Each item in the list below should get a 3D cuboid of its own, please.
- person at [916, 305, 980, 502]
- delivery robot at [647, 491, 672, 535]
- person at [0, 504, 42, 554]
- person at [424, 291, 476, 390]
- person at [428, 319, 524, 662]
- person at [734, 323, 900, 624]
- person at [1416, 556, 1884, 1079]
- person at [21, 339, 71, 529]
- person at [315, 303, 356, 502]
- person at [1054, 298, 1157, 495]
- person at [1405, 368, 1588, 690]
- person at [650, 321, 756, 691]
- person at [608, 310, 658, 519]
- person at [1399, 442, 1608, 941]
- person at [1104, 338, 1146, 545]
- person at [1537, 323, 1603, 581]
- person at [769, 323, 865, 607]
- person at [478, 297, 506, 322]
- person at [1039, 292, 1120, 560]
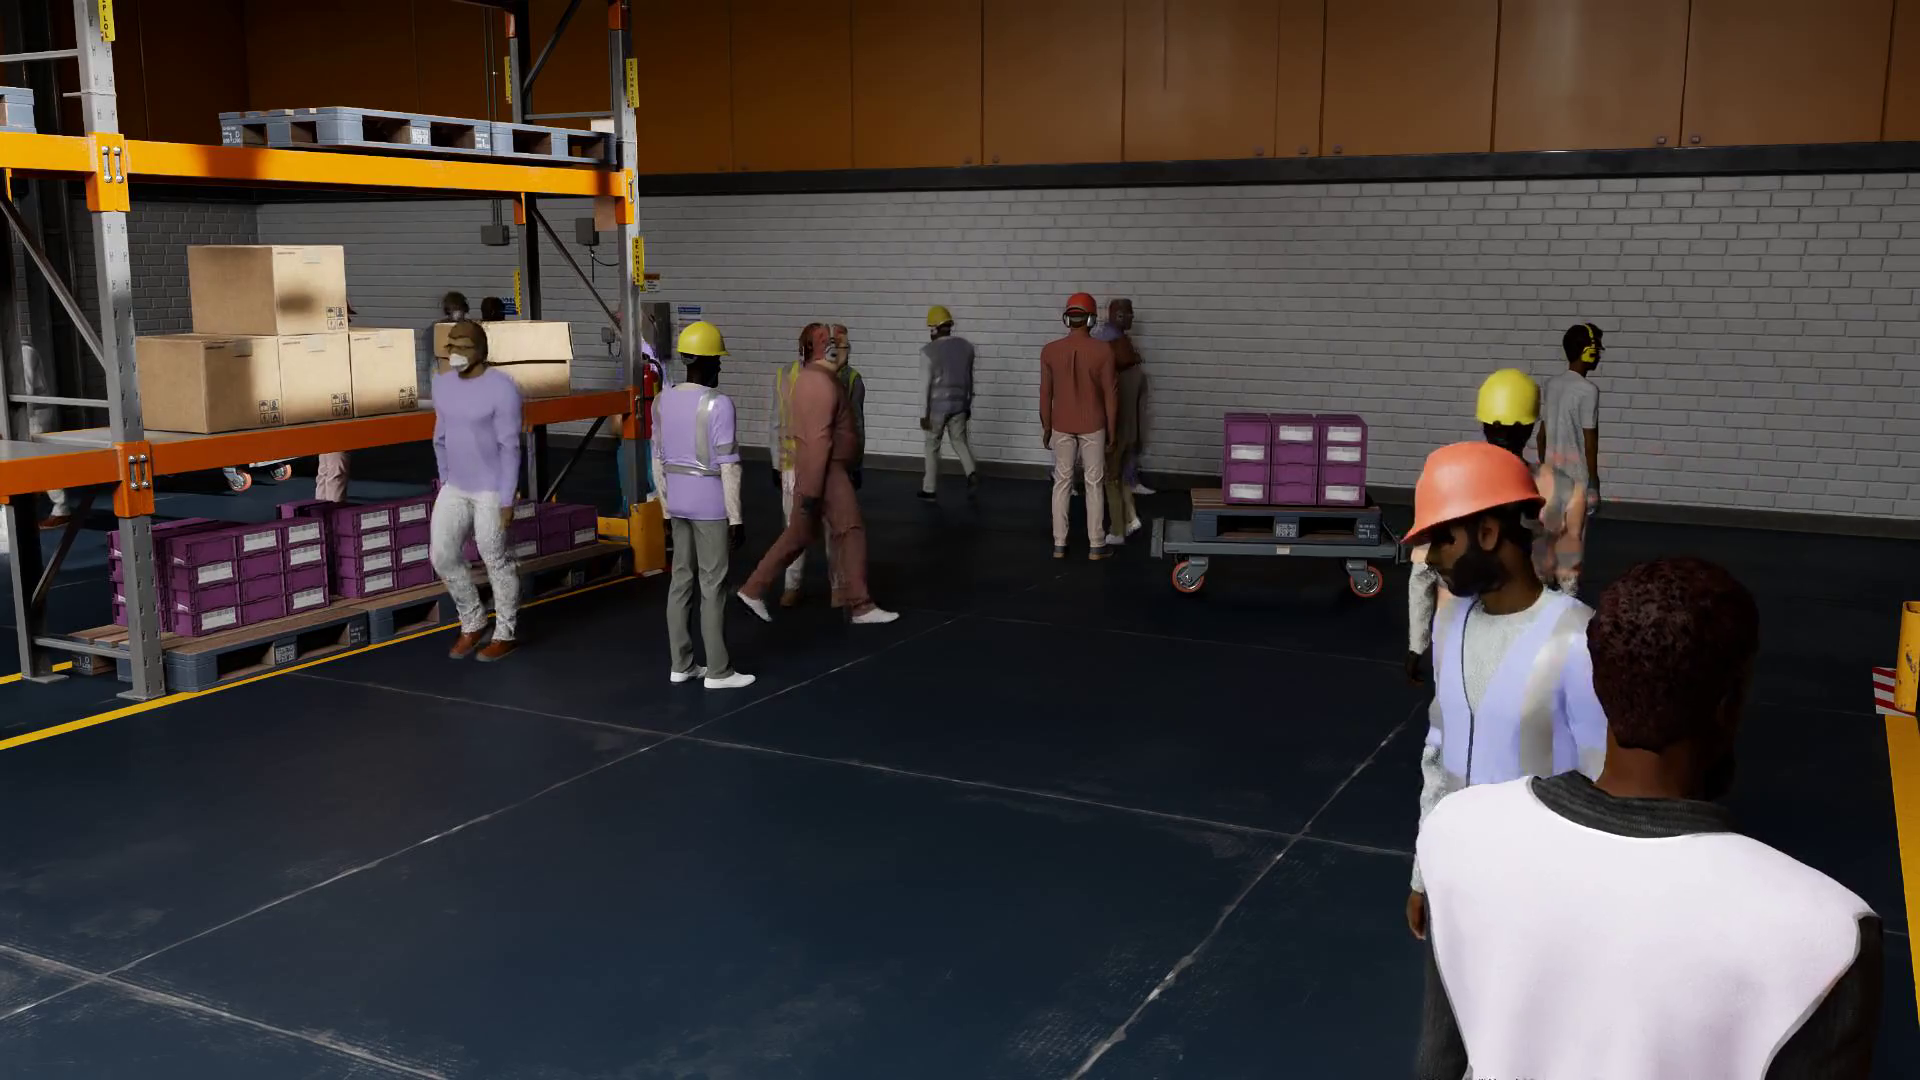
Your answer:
[{"bbox_3d":[-0.119,-1.226,15.121,0.622,1.813,0.700,-6,11,-30],"label":"person"},{"bbox_3d":[-2.229,-0.295,13.110,0.477,0.478,0.707,2,10,13],"label":"delivery robot"},{"bbox_3d":[-7.376,-0.845,12.560,0.515,1.942,0.629,-10,14,-44],"label":"person"},{"bbox_3d":[-4.755,-1.412,15.902,0.649,1.915,0.680,-7,12,-34],"label":"person"},{"bbox_3d":[-2.678,-0.257,9.214,0.654,1.916,0.520,5,11,27],"label":"person"},{"bbox_3d":[-0.902,-0.389,10.162,0.951,1.872,0.636,-4,10,-20],"label":"person"},{"bbox_3d":[0.825,0.968,2.142,0.380,1.913,0.589,-8,12,-38],"label":"person"},{"bbox_3d":[-7.675,-0.983,13.617,0.584,1.859,0.583,7,12,36],"label":"person"},{"bbox_3d":[-4.704,-0.870,12.539,0.387,1.996,0.611,-6,12,-33],"label":"person"},{"bbox_3d":[1.362,-1.336,15.609,0.905,1.873,0.629,2,10,11],"label":"person"},{"bbox_3d":[1.916,0.318,5.954,0.585,1.898,0.863,5,11,25],"label":"person"},{"bbox_3d":[-1.347,-0.172,8.699,0.593,1.926,0.366,7,12,36],"label":"person"},{"bbox_3d":[-2.727,-0.996,13.781,0.714,1.806,0.604,-1,10,-5],"label":"person"},{"bbox_3d":[1.224,0.745,3.509,0.503,1.887,0.673,-4,11,-23],"label":"person"},{"bbox_3d":[1.217,-0.765,12.991,0.343,1.619,0.527,9,13,43],"label":"person"},{"bbox_3d":[3.639,-0.351,9.915,0.313,1.866,0.547,-3,10,-15],"label":"person"},{"bbox_3d":[-0.925,-0.477,10.725,0.622,1.840,0.429,1,10,3],"label":"person"},{"bbox_3d":[-4.801,-1.561,17.069,0.659,1.835,0.499,9,13,41],"label":"person"},{"bbox_3d":[0.897,-0.845,12.420,0.611,1.989,0.391,4,10,21],"label":"person"}]
